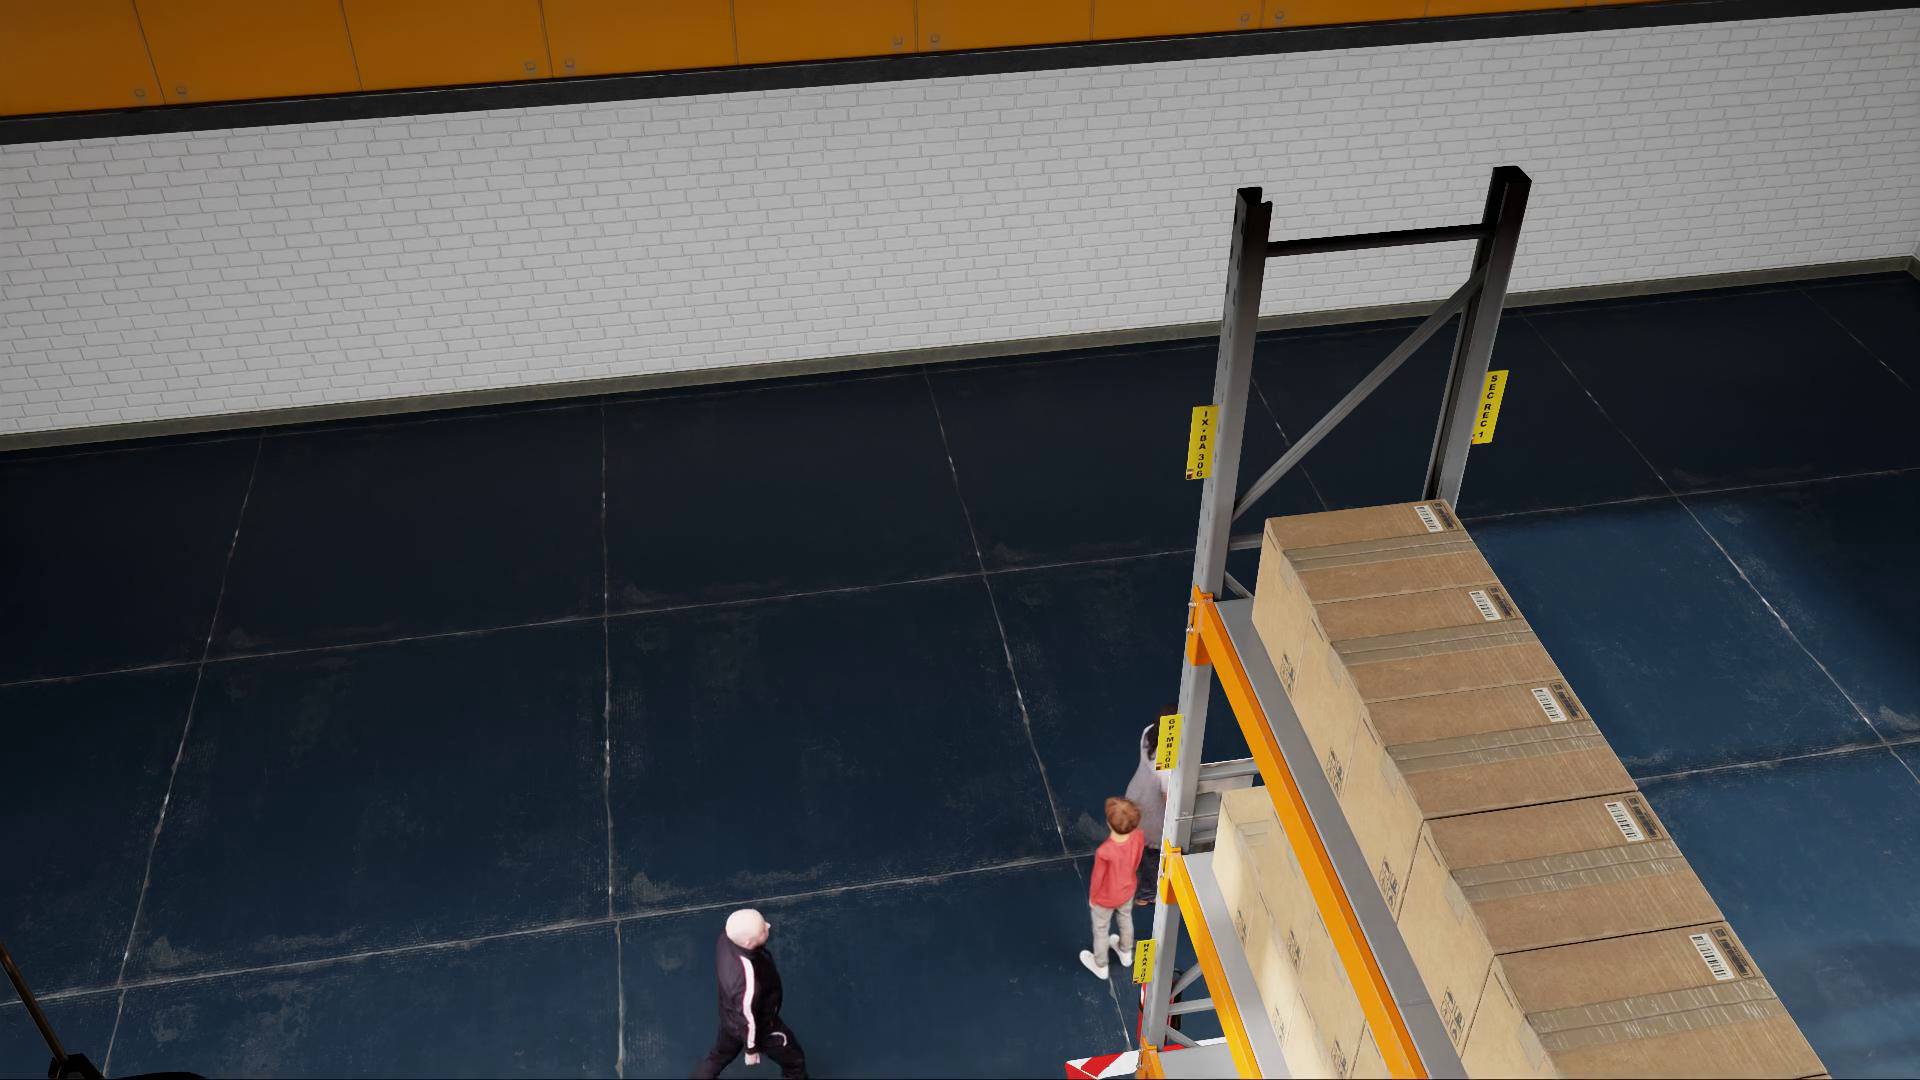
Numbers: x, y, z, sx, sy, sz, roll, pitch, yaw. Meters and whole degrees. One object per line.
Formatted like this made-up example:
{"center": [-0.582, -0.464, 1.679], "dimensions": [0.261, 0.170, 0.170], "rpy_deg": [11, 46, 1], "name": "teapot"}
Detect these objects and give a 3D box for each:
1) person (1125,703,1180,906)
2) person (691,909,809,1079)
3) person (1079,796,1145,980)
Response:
{"center": [1.218, 1.623, 10.382], "dimensions": [0.719, 1.604, 0.632], "rpy_deg": [-11, 40, -14], "name": "person"}
{"center": [-1.232, 2.619, 8.981], "dimensions": [0.927, 1.797, 1.211], "rpy_deg": [-15, 41, -18], "name": "person"}
{"center": [0.939, 2.085, 9.956], "dimensions": [0.576, 1.415, 0.582], "rpy_deg": [-24, 45, -27], "name": "person"}
